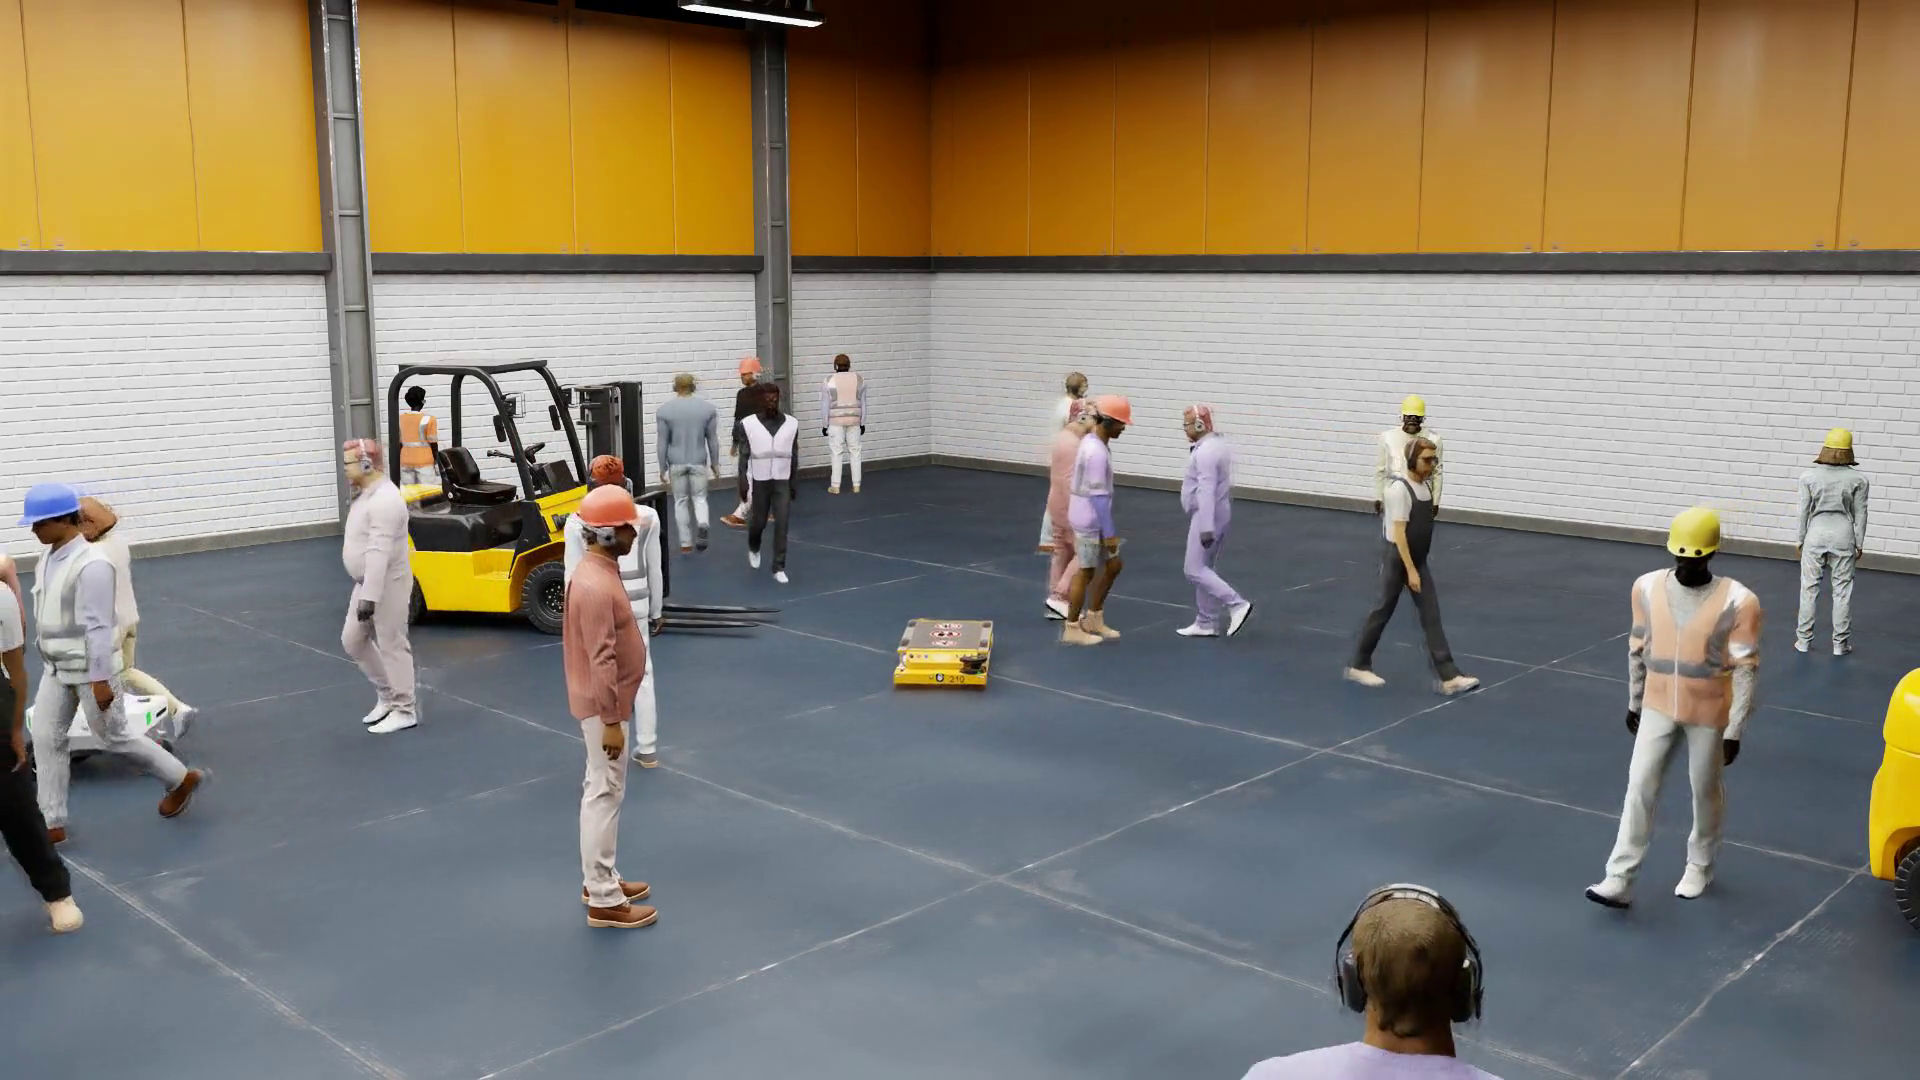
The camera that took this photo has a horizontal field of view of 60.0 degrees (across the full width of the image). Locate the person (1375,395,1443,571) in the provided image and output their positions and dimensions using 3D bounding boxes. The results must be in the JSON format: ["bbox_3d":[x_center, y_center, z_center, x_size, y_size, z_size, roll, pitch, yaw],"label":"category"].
[{"bbox_3d":[4.059,-0.403,15.064,0.597,1.825,0.403,3,10,19],"label":"person"}]

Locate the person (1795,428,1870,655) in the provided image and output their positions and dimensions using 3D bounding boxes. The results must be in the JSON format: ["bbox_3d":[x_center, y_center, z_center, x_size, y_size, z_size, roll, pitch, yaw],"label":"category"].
[{"bbox_3d":[6.679,0.009,12.769,0.487,1.744,0.297,5,11,29],"label":"person"}]

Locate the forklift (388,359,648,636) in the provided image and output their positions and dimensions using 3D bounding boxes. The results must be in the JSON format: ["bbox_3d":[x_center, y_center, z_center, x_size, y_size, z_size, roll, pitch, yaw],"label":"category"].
[{"bbox_3d":[-3.850,-0.407,13.936,2.313,2.155,1.214,2,9,11],"label":"forklift"}]

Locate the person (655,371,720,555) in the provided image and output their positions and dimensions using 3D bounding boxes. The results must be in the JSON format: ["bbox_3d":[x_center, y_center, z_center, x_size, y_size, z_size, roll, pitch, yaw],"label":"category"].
[{"bbox_3d":[-2.776,-0.767,17.012,0.644,1.914,0.652,-3,10,-16],"label":"person"}]

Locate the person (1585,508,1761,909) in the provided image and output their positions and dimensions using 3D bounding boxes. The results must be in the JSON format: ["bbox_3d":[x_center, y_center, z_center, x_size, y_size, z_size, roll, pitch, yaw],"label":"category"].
[{"bbox_3d":[3.264,0.788,7.574,0.603,1.872,0.959,9,13,43],"label":"person"}]

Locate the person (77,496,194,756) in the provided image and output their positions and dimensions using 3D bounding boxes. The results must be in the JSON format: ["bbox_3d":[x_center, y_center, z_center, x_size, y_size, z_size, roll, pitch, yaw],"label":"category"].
[{"bbox_3d":[-5.024,0.525,9.999,0.591,1.609,0.552,0,9,0],"label":"person"}]

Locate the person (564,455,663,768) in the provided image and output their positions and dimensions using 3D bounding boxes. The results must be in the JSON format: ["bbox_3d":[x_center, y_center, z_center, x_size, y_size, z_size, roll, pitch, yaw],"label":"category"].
[{"bbox_3d":[-2.023,0.435,9.754,0.579,1.879,0.350,-4,10,-24],"label":"person"}]

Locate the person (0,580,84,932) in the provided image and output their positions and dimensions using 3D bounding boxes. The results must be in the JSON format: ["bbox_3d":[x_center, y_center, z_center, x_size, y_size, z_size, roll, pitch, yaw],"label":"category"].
[{"bbox_3d":[-4.269,0.799,7.014,0.814,2.000,0.582,-7,12,-38],"label":"person"}]

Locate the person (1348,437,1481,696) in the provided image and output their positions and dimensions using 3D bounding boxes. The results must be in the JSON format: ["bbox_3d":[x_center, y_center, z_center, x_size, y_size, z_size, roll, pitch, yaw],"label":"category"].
[{"bbox_3d":[3.142,0.187,11.526,0.533,1.793,0.989,-8,12,-42],"label":"person"}]

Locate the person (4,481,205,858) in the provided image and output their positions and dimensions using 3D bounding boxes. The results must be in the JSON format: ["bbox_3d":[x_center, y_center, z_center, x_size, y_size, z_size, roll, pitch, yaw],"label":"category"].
[{"bbox_3d":[-4.439,0.623,8.552,0.616,1.905,0.921,7,11,35],"label":"person"}]

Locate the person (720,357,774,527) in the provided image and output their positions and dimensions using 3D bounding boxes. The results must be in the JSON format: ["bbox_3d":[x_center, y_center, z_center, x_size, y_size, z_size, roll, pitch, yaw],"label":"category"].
[{"bbox_3d":[-2.358,-1.133,19.191,1.014,1.948,0.638,-8,12,-40],"label":"person"}]

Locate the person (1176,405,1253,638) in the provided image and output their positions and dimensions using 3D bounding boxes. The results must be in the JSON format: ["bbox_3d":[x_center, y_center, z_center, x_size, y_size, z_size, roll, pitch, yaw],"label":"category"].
[{"bbox_3d":[2.019,-0.134,13.234,0.562,1.875,0.685,3,10,15],"label":"person"}]

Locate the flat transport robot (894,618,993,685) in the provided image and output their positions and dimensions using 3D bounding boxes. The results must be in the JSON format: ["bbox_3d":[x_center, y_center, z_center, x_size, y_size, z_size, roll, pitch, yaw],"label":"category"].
[{"bbox_3d":[-0.102,0.810,12.358,0.652,0.197,1.431,1,9,3],"label":"flat transport robot"}]

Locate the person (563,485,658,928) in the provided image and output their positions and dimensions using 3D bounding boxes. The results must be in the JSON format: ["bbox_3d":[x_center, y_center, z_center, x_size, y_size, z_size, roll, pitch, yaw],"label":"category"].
[{"bbox_3d":[-1.580,0.740,7.519,0.392,1.992,0.624,-2,10,-14],"label":"person"}]

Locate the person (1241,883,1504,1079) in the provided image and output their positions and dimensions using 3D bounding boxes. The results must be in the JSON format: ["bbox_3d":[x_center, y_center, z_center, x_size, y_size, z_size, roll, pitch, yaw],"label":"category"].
[{"bbox_3d":[0.730,1.540,2.833,0.634,1.923,0.671,5,10,28],"label":"person"}]

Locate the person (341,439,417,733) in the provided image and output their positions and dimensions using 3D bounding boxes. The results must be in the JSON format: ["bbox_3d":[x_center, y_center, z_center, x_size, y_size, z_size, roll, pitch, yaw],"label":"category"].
[{"bbox_3d":[-3.697,0.298,10.555,0.450,1.887,0.660,-6,11,-33],"label":"person"}]

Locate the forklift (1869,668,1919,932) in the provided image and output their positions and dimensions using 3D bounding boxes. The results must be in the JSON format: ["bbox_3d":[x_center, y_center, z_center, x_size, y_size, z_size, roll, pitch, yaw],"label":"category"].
[{"bbox_3d":[5.205,0.723,7.013,2.313,2.155,1.214,9,13,43],"label":"forklift"}]

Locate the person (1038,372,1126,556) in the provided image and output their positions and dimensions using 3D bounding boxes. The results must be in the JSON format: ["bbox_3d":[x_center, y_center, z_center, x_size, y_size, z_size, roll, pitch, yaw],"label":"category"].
[{"bbox_3d":[1.260,-0.765,17.042,0.982,1.891,0.634,1,9,4],"label":"person"}]

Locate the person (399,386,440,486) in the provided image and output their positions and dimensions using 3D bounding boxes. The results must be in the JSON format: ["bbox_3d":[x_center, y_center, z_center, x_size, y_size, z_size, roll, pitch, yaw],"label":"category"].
[{"bbox_3d":[-5.863,-0.818,18.004,0.531,1.694,0.320,3,10,19],"label":"person"}]

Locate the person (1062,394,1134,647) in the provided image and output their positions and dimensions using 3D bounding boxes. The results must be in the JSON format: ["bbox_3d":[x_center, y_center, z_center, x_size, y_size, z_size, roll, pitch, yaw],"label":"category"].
[{"bbox_3d":[1.064,-0.132,12.843,0.601,1.994,0.645,1,9,7],"label":"person"}]

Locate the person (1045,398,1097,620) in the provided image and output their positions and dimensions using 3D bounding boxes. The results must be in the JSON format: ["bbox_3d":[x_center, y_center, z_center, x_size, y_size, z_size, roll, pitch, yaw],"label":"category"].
[{"bbox_3d":[0.939,-0.239,13.847,0.428,1.883,0.677,0,9,0],"label":"person"}]

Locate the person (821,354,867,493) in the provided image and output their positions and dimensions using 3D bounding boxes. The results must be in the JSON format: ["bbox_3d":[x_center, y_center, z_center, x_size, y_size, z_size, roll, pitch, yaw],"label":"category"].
[{"bbox_3d":[-1.534,-1.529,21.904,0.626,1.842,0.429,-3,10,-19],"label":"person"}]

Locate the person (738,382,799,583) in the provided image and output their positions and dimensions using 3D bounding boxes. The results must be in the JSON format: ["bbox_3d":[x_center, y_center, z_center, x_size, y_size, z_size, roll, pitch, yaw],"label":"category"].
[{"bbox_3d":[-1.837,-0.569,15.872,0.595,1.897,0.766,-4,10,-21],"label":"person"}]

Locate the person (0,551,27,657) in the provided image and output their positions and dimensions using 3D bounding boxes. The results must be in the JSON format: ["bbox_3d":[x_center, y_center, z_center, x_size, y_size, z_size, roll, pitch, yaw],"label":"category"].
[{"bbox_3d":[-5.661,0.592,9.559,0.538,1.618,0.566,-4,10,-26],"label":"person"}]

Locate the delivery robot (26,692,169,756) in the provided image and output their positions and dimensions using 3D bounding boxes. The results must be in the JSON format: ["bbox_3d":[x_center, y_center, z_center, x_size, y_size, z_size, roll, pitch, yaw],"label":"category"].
[{"bbox_3d":[-5.039,1.049,9.739,0.707,0.478,0.477,-1,9,-8],"label":"delivery robot"}]
